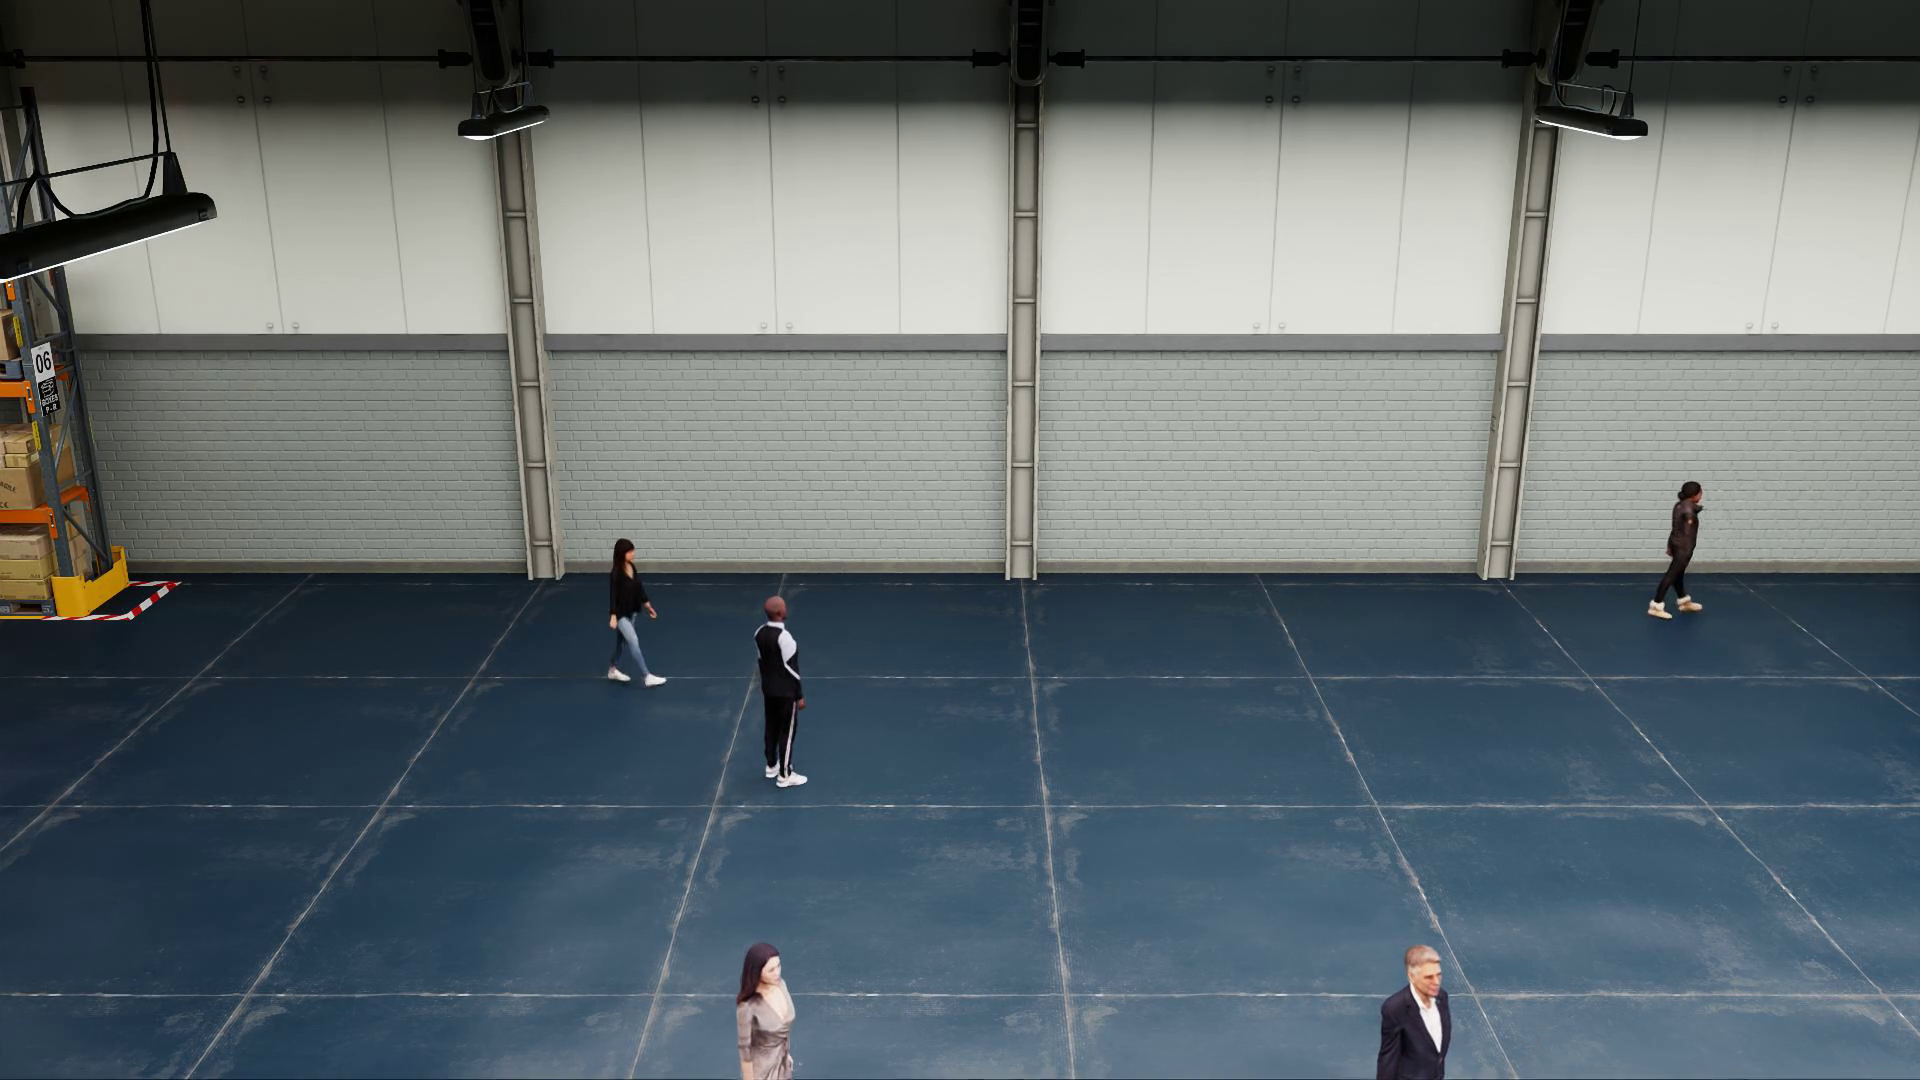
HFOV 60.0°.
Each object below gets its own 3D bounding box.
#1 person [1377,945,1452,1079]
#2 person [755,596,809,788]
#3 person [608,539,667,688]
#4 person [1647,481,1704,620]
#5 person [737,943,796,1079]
[{"bbox_3d":[2.652,3.172,9.749,0.724,1.815,0.844,-11,21,-30],"label":"person"},{"bbox_3d":[-1.665,1.379,15.232,0.807,1.828,0.764,-15,23,-39],"label":"person"},{"bbox_3d":[-3.589,0.759,17.481,1.036,1.615,0.768,5,19,15],"label":"person"},{"bbox_3d":[8.512,0.123,19.376,0.633,1.651,0.953,0,18,0],"label":"person"},{"bbox_3d":[-1.151,3.160,9.899,0.658,1.745,0.670,9,20,25],"label":"person"}]
